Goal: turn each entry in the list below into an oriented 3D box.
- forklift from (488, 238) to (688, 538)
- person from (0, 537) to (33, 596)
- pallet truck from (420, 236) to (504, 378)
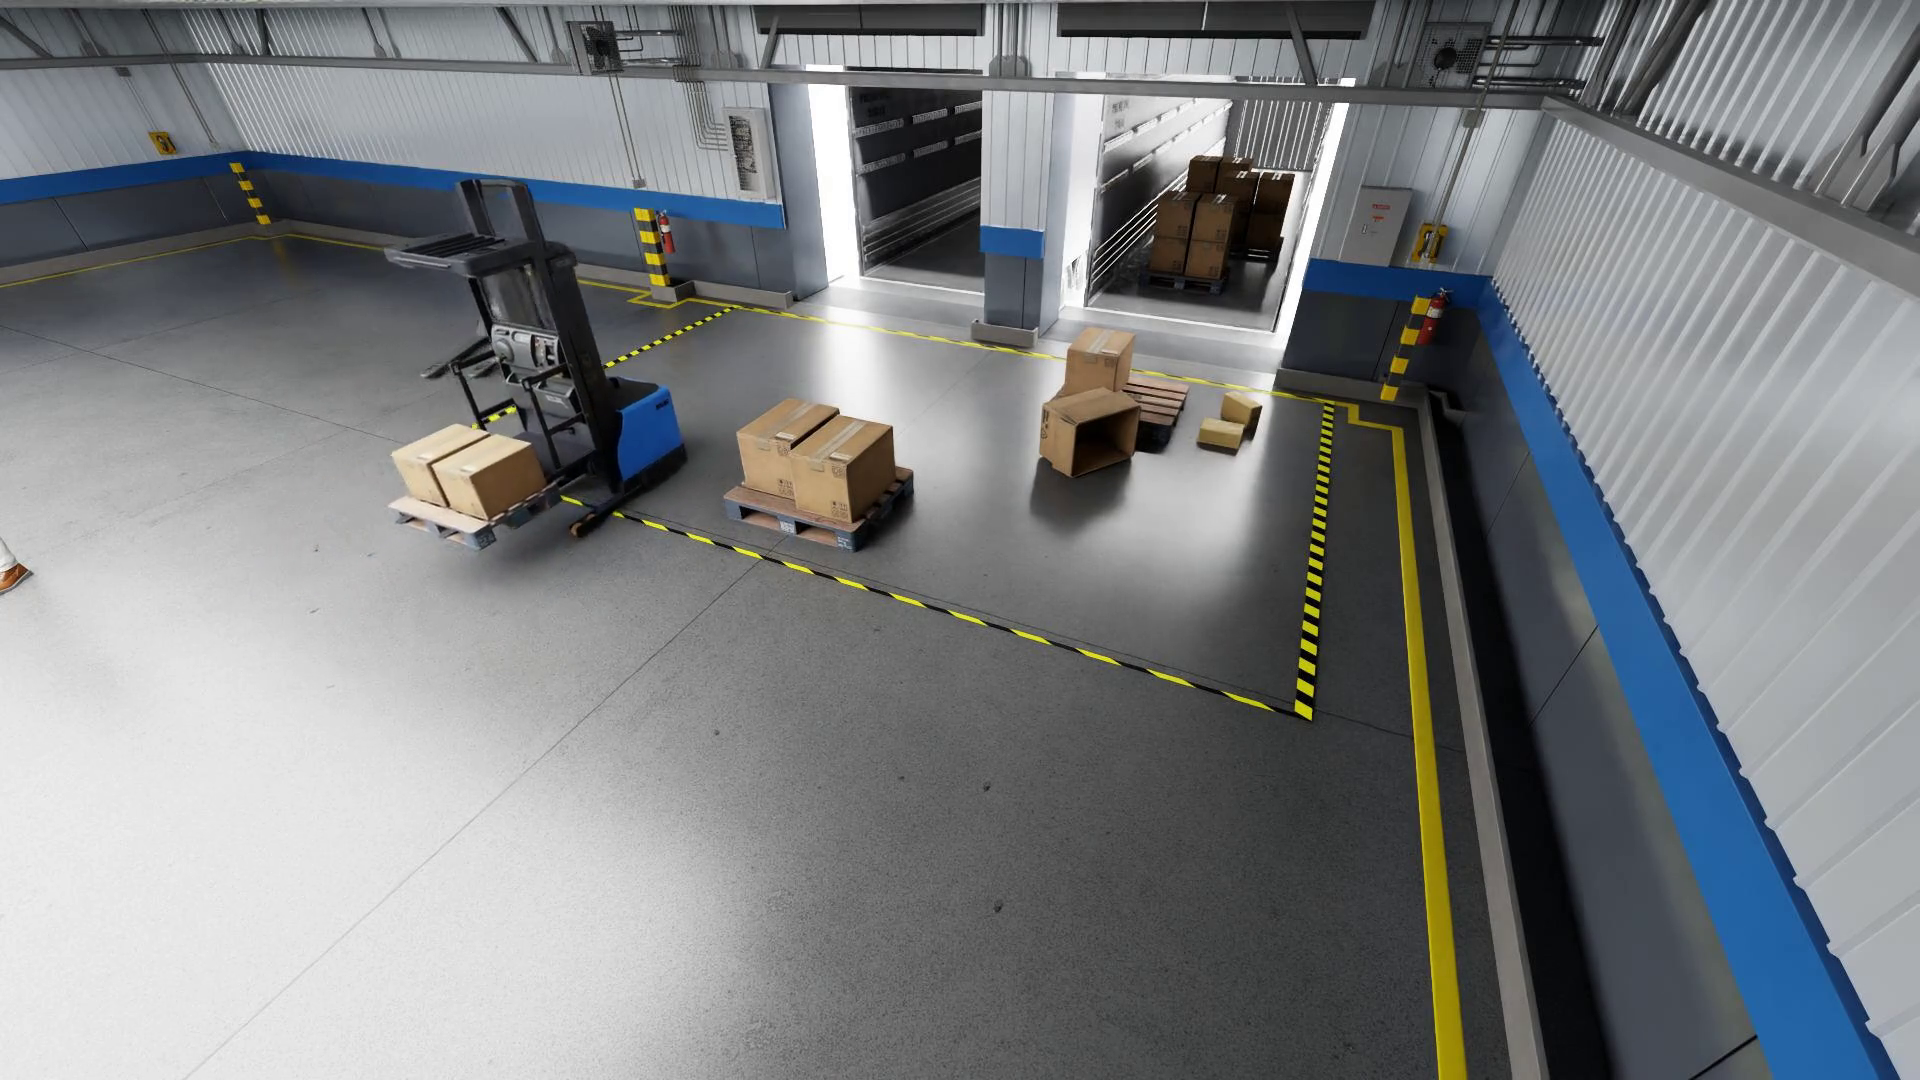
[{"bbox_3d":[-2.938,-1.355,5.832,0.716,2.013,0.776,14,38,19],"label":"forklift"},{"bbox_3d":[-6.885,-0.466,4.663,0.610,1.947,0.386,0,35,0],"label":"person"},{"bbox_3d":[-5.664,-2.712,8.427,0.680,1.201,1.601,0,35,-1],"label":"pallet truck"}]
